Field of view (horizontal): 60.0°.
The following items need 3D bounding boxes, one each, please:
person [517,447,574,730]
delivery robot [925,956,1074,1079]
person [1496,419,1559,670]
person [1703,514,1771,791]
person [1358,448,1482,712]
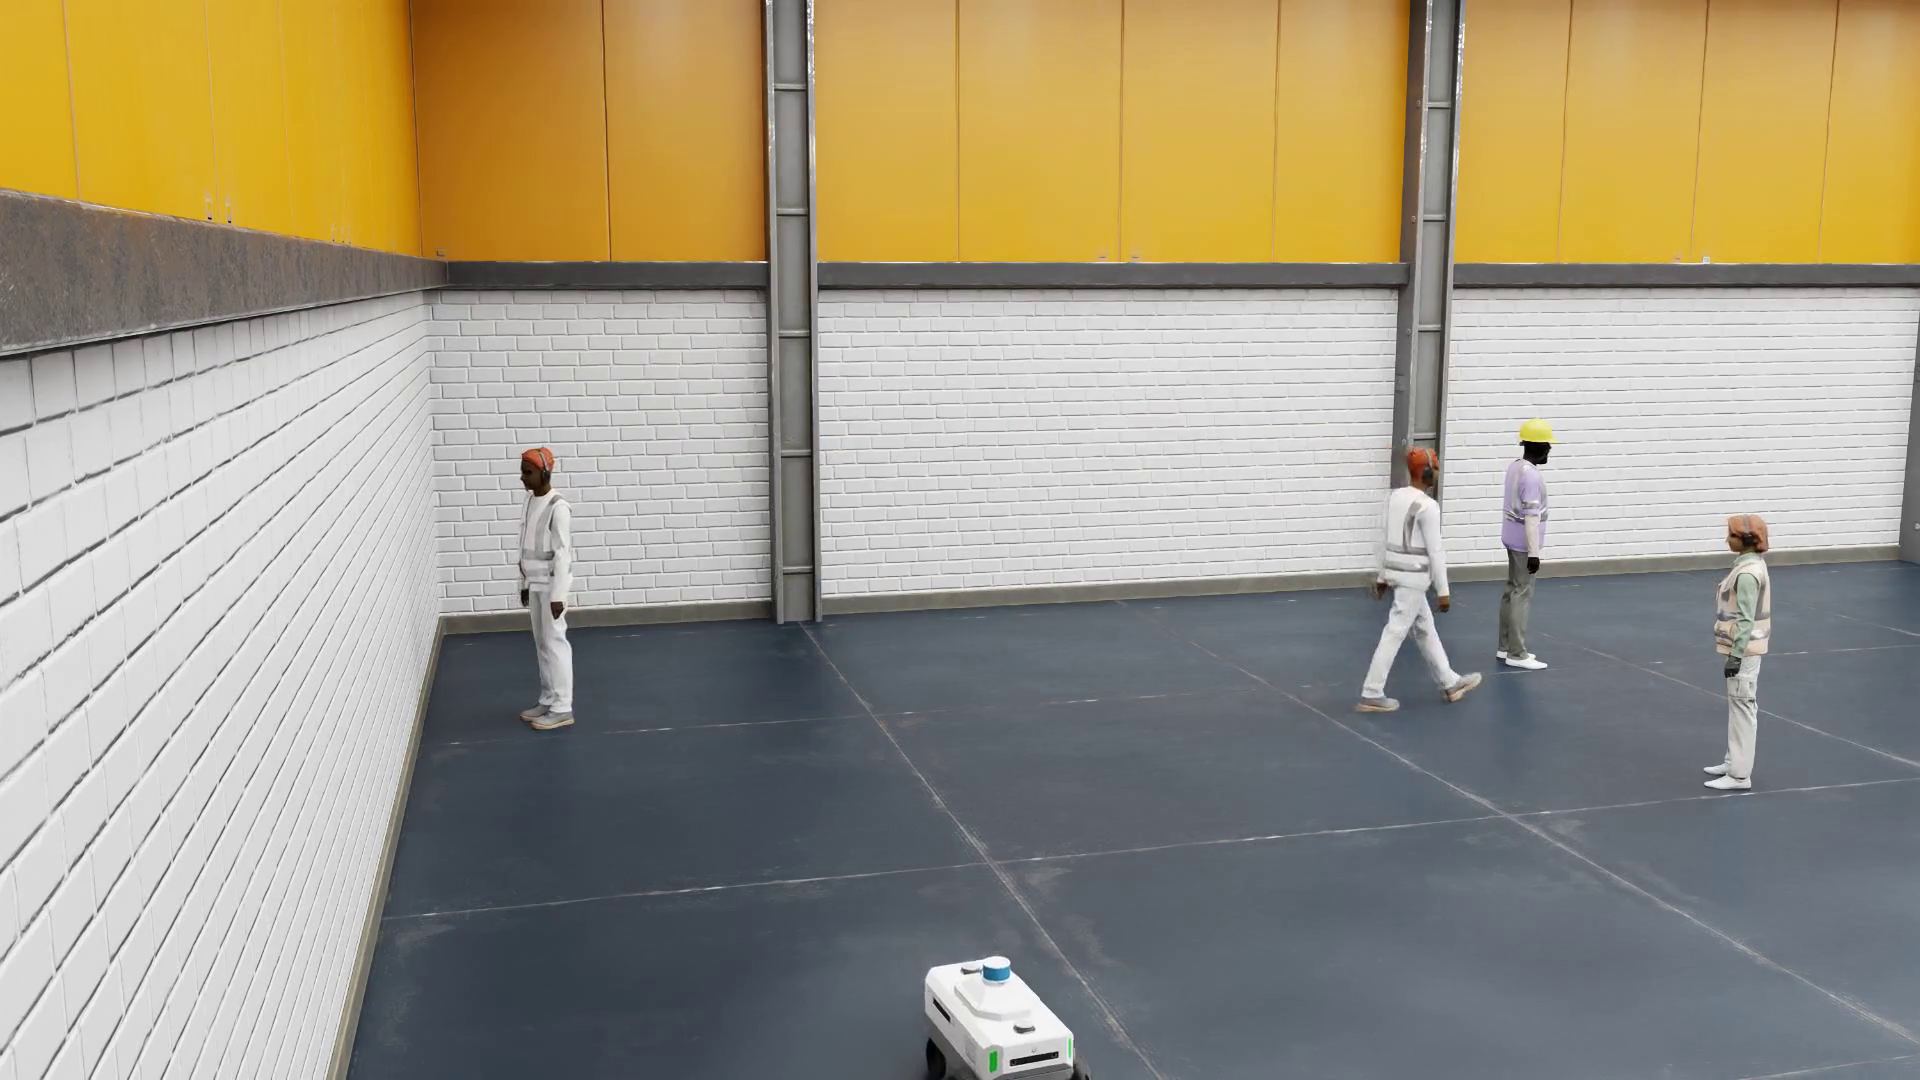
[{"bbox_3d":[-2.779,0.319,11.140,0.367,1.879,0.586,-6,11,-35],"label":"person"},{"bbox_3d":[0.130,1.752,6.016,0.477,0.478,0.707,-3,10,-20],"label":"delivery robot"},{"bbox_3d":[4.376,0.023,12.827,0.374,1.925,0.595,1,9,5],"label":"person"},{"bbox_3d":[4.593,0.656,9.787,0.307,1.638,0.512,4,10,25],"label":"person"},{"bbox_3d":[3.213,0.281,11.493,0.989,1.831,0.605,-2,9,-11],"label":"person"}]
